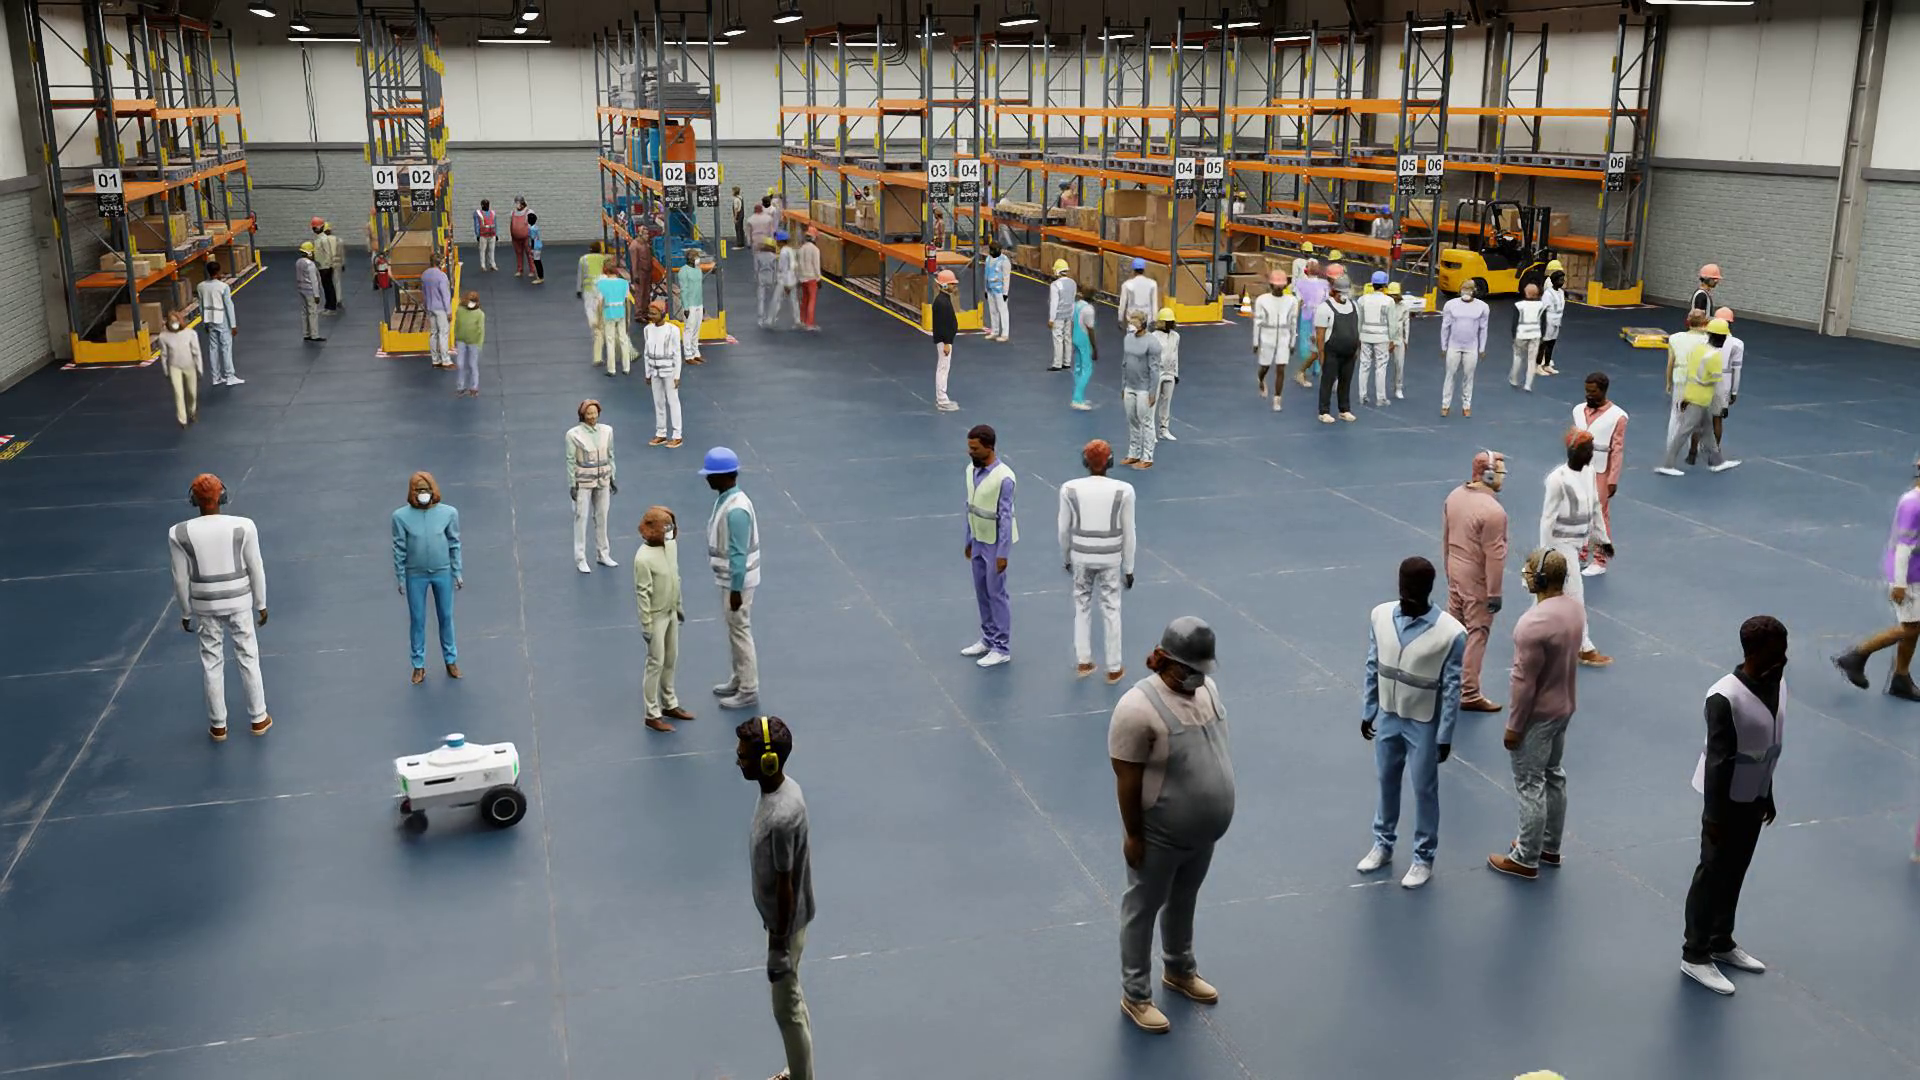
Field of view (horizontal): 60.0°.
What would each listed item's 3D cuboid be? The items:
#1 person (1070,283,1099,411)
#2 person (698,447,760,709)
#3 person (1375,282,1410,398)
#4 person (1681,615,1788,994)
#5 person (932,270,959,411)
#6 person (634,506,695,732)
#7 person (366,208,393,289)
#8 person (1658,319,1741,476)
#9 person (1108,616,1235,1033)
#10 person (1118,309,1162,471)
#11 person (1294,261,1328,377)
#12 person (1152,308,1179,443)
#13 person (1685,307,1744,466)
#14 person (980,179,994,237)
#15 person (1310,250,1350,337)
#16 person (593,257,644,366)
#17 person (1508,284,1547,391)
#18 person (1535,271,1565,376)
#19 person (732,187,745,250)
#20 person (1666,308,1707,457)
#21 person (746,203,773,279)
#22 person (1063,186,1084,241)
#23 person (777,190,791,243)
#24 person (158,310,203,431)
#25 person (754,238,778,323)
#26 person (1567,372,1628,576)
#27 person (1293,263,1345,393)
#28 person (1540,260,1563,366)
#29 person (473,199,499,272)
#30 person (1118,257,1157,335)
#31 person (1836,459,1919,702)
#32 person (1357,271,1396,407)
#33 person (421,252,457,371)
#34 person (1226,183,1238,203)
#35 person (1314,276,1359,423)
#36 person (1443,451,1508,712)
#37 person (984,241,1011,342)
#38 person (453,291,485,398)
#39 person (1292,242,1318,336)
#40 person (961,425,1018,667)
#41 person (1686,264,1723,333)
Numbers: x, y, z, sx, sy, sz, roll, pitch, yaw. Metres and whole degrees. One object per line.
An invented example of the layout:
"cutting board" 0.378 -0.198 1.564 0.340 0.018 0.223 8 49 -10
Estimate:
"person" 1.764 -2.751 23.735 0.519 1.818 0.629 -6 16 -21
"person" -1.665 0.270 12.129 0.422 1.935 0.621 -4 15 -16
"person" 6.400 -2.956 24.666 0.494 1.738 0.329 2 15 6
"person" 3.887 1.289 8.321 0.591 1.920 0.392 -12 19 -38
"person" -0.206 -2.854 23.764 0.375 1.995 0.611 -1 15 -3
"person" -2.100 0.544 11.690 0.285 1.624 0.509 5 16 18
"person" -13.553 -6.831 38.868 0.555 1.939 0.489 -1 15 -4
"person" 8.761 -1.661 19.515 1.013 1.866 0.603 1 15 4
"person" 1.056 1.325 7.951 0.673 2.000 0.535 -13 20 -41
"person" 2.160 -1.799 19.930 0.367 1.934 0.631 -10 18 -32
"person" 5.589 -3.511 26.522 0.567 1.844 0.375 -3 15 -13
"person" 2.642 -2.139 21.555 0.487 1.744 0.312 -8 17 -29
"person" 9.127 -1.849 20.135 0.548 1.922 0.390 5 16 17
"person" 0.891 -10.673 53.303 0.551 1.932 0.377 -1 15 -4
"person" 6.855 -4.394 30.116 0.921 1.688 0.525 3 15 10
"person" -5.787 -3.819 27.802 0.566 1.779 0.981 13 20 41
"person" 8.691 -3.117 25.491 0.533 1.603 0.789 3 15 9
"person" 9.494 -3.478 26.701 0.536 1.692 0.320 -13 20 -41
"person" -6.524 -9.461 48.934 0.348 1.839 0.504 4 15 15
"person" 9.020 -1.932 20.572 0.567 1.850 0.389 9 17 30
"person" -4.880 -7.254 40.522 0.669 1.887 0.446 -2 15 -7
"person" 3.303 -9.400 48.616 0.666 1.886 0.640 -2 15 -9
"person" -5.383 -9.672 49.990 0.633 1.701 0.308 7 16 24
"person" -10.540 -2.325 22.517 0.496 1.607 0.689 -8 17 -27
"person" -3.814 -5.086 32.775 0.560 1.681 0.875 3 15 13
"person" 5.934 -0.628 15.560 0.402 1.910 0.598 -8 17 -26
"person" 5.512 -3.221 25.194 0.673 1.987 1.012 -10 18 -34
"person" 9.874 -3.802 27.816 0.297 1.744 0.487 5 16 18
"person" -12.200 -7.862 42.899 0.627 1.847 0.429 -14 20 -42
"person" 2.853 -3.543 26.521 0.619 1.916 0.918 -4 15 -15
"person" 6.973 0.246 12.274 0.546 1.907 0.593 13 20 41
"person" 6.010 -2.904 24.038 0.602 1.950 0.387 12 19 39
"person" -8.529 -3.745 27.239 0.627 1.934 0.371 11 19 37
"person" 8.299 -9.919 50.592 0.313 1.869 0.538 -11 18 -35
"person" 5.204 -2.625 22.813 0.686 2.000 0.535 -8 17 -26
"person" 3.768 0.290 12.106 0.401 1.904 0.648 -4 15 -14
"person" 0.673 -4.567 30.534 0.432 1.835 0.629 -11 18 -35
"person" -7.289 -2.903 24.691 0.568 1.595 0.489 2 15 6
"person" 6.459 -4.700 31.153 0.533 1.765 0.326 -5 16 -18
"person" 0.225 0.027 13.103 0.413 1.907 0.595 -9 17 -30
"person" 10.800 -2.994 24.231 0.402 2.035 0.602 8 17 26
